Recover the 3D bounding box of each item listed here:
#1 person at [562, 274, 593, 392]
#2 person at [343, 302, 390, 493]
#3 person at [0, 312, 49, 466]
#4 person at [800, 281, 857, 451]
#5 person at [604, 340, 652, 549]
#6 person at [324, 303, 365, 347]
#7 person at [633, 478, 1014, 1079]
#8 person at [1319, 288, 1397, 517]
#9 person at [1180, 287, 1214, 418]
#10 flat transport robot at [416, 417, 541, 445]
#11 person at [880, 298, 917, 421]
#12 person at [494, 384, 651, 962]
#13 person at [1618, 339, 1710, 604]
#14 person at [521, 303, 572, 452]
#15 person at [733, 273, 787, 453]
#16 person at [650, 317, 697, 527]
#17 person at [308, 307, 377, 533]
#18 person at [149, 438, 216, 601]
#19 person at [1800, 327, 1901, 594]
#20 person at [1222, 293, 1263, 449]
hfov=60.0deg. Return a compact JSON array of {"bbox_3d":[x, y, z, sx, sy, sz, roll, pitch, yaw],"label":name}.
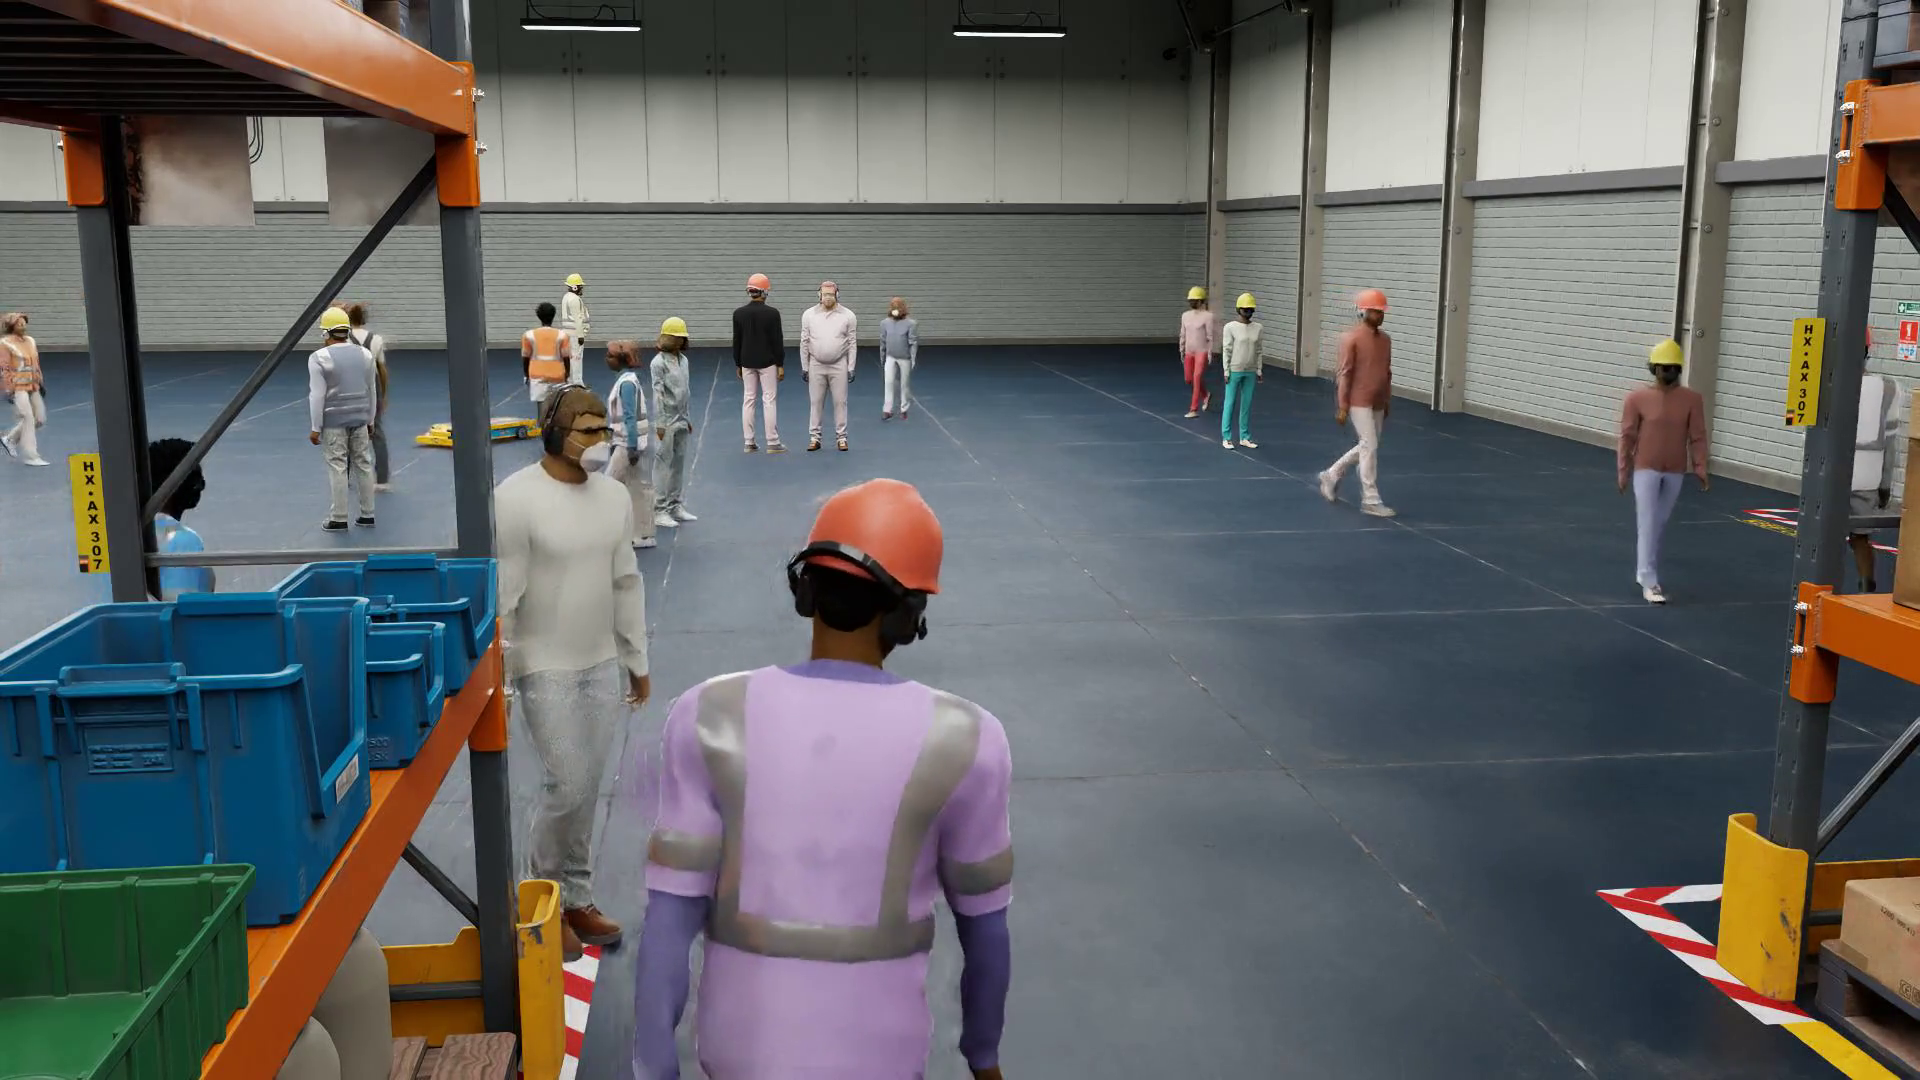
[{"bbox_3d":[-5.971,-3.220,25.897,0.403,1.833,0.591,-6,12,-29],"label":"person"},{"bbox_3d":[-5.706,-1.357,15.792,0.549,1.787,0.989,-9,14,-41],"label":"person"},{"bbox_3d":[-9.908,-1.588,17.520,0.531,1.624,0.533,1,10,5],"label":"person"},{"bbox_3d":[-1.483,-1.952,18.738,0.643,1.910,0.411,0,10,-1],"label":"person"},{"bbox_3d":[-2.615,-0.713,12.706,0.523,1.618,0.546,-2,11,-12],"label":"person"},{"bbox_3d":[-7.413,-2.052,20.104,0.524,1.605,0.413,-1,10,-4],"label":"person"},{"bbox_3d":[-0.224,0.891,2.968,0.621,1.970,0.918,1,10,4],"label":"person"},{"bbox_3d":[3.503,-1.220,14.570,0.622,1.970,0.859,-8,13,-38],"label":"person"},{"bbox_3d":[3.213,-2.516,22.265,0.533,1.751,0.651,10,14,44],"label":"person"},{"bbox_3d":[-5.633,-1.293,19.615,0.652,0.197,1.431,6,12,30],"label":"flat transport robot"},{"bbox_3d":[-0.824,-2.345,21.725,0.520,1.591,0.825,2,11,11],"label":"person"},{"bbox_3d":[-1.276,0.444,5.541,0.461,1.924,0.656,6,12,30],"label":"person"},{"bbox_3d":[4.701,-0.472,11.121,0.532,1.754,0.591,0,10,-2],"label":"person"},{"bbox_3d":[-4.661,-1.841,18.802,0.548,1.646,0.855,-2,11,-12],"label":"person"},{"bbox_3d":[-2.231,-1.961,18.541,0.611,1.997,0.372,4,11,20],"label":"person"},{"bbox_3d":[-2.392,-0.992,13.930,0.323,1.741,0.491,4,11,22],"label":"person"},{"bbox_3d":[-5.050,-0.977,13.599,0.403,1.833,0.586,8,13,37],"label":"person"},{"bbox_3d":[-2.857,0.451,6.208,0.550,1.664,0.741,9,14,41],"label":"person"},{"bbox_3d":[5.354,-0.368,10.034,0.549,1.912,0.621,2,11,11],"label":"person"},{"bbox_3d":[3.222,-1.915,18.923,0.524,1.769,0.326,-4,11,-22],"label":"person"}]
